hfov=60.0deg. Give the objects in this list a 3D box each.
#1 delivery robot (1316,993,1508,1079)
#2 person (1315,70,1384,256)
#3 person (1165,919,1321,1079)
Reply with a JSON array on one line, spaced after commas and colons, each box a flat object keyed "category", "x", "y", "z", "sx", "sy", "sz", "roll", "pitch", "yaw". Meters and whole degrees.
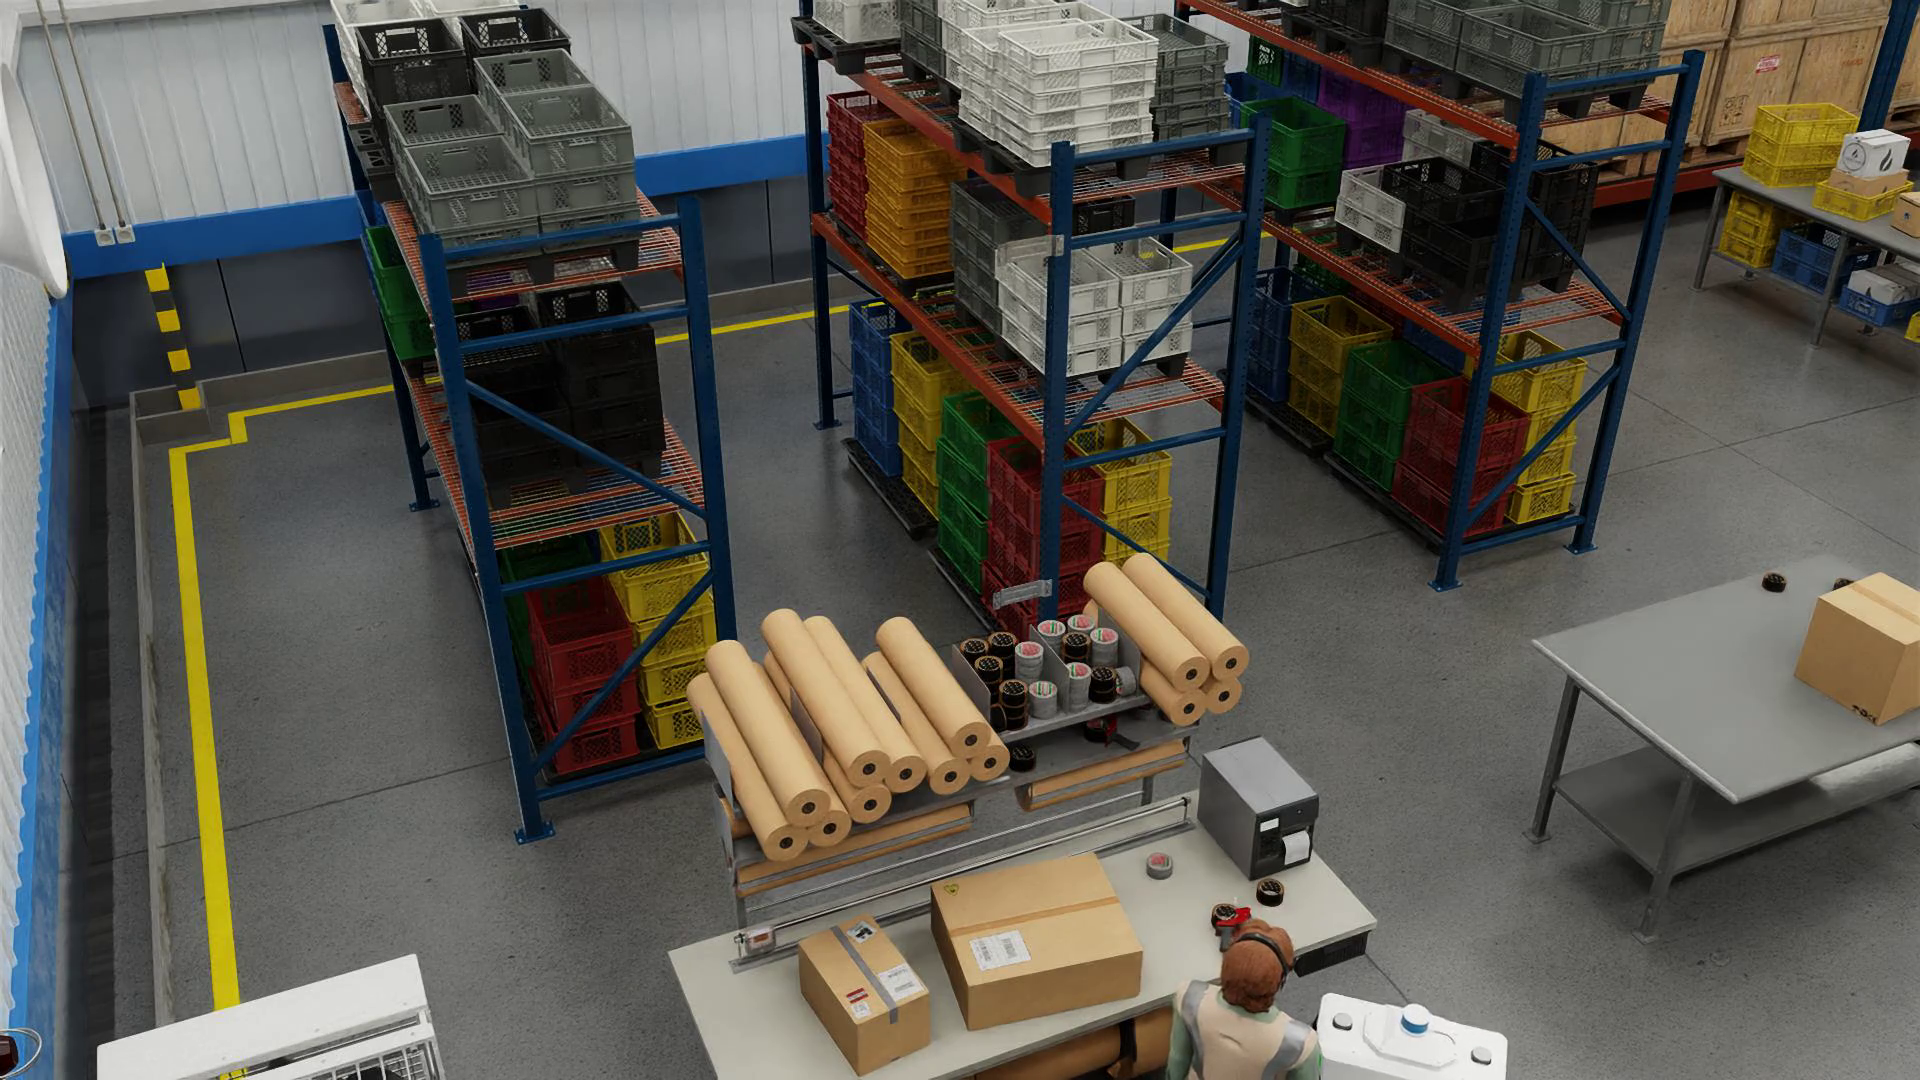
[{"category": "delivery robot", "x": 1.717, "y": 1.984, "z": 6.368, "sx": 0.707, "sy": 0.478, "sz": 0.477, "roll": 10, "pitch": 33, "yaw": 16}, {"category": "person", "x": 3.241, "y": -3.298, "z": 13.735, "sx": 0.629, "sy": 1.932, "sz": 0.364, "roll": 7, "pitch": 32, "yaw": 11}, {"category": "person", "x": 0.916, "y": 1.929, "z": 5.522, "sx": 0.514, "sy": 1.631, "sz": 0.312, "roll": 17, "pitch": 36, "yaw": 26}]
